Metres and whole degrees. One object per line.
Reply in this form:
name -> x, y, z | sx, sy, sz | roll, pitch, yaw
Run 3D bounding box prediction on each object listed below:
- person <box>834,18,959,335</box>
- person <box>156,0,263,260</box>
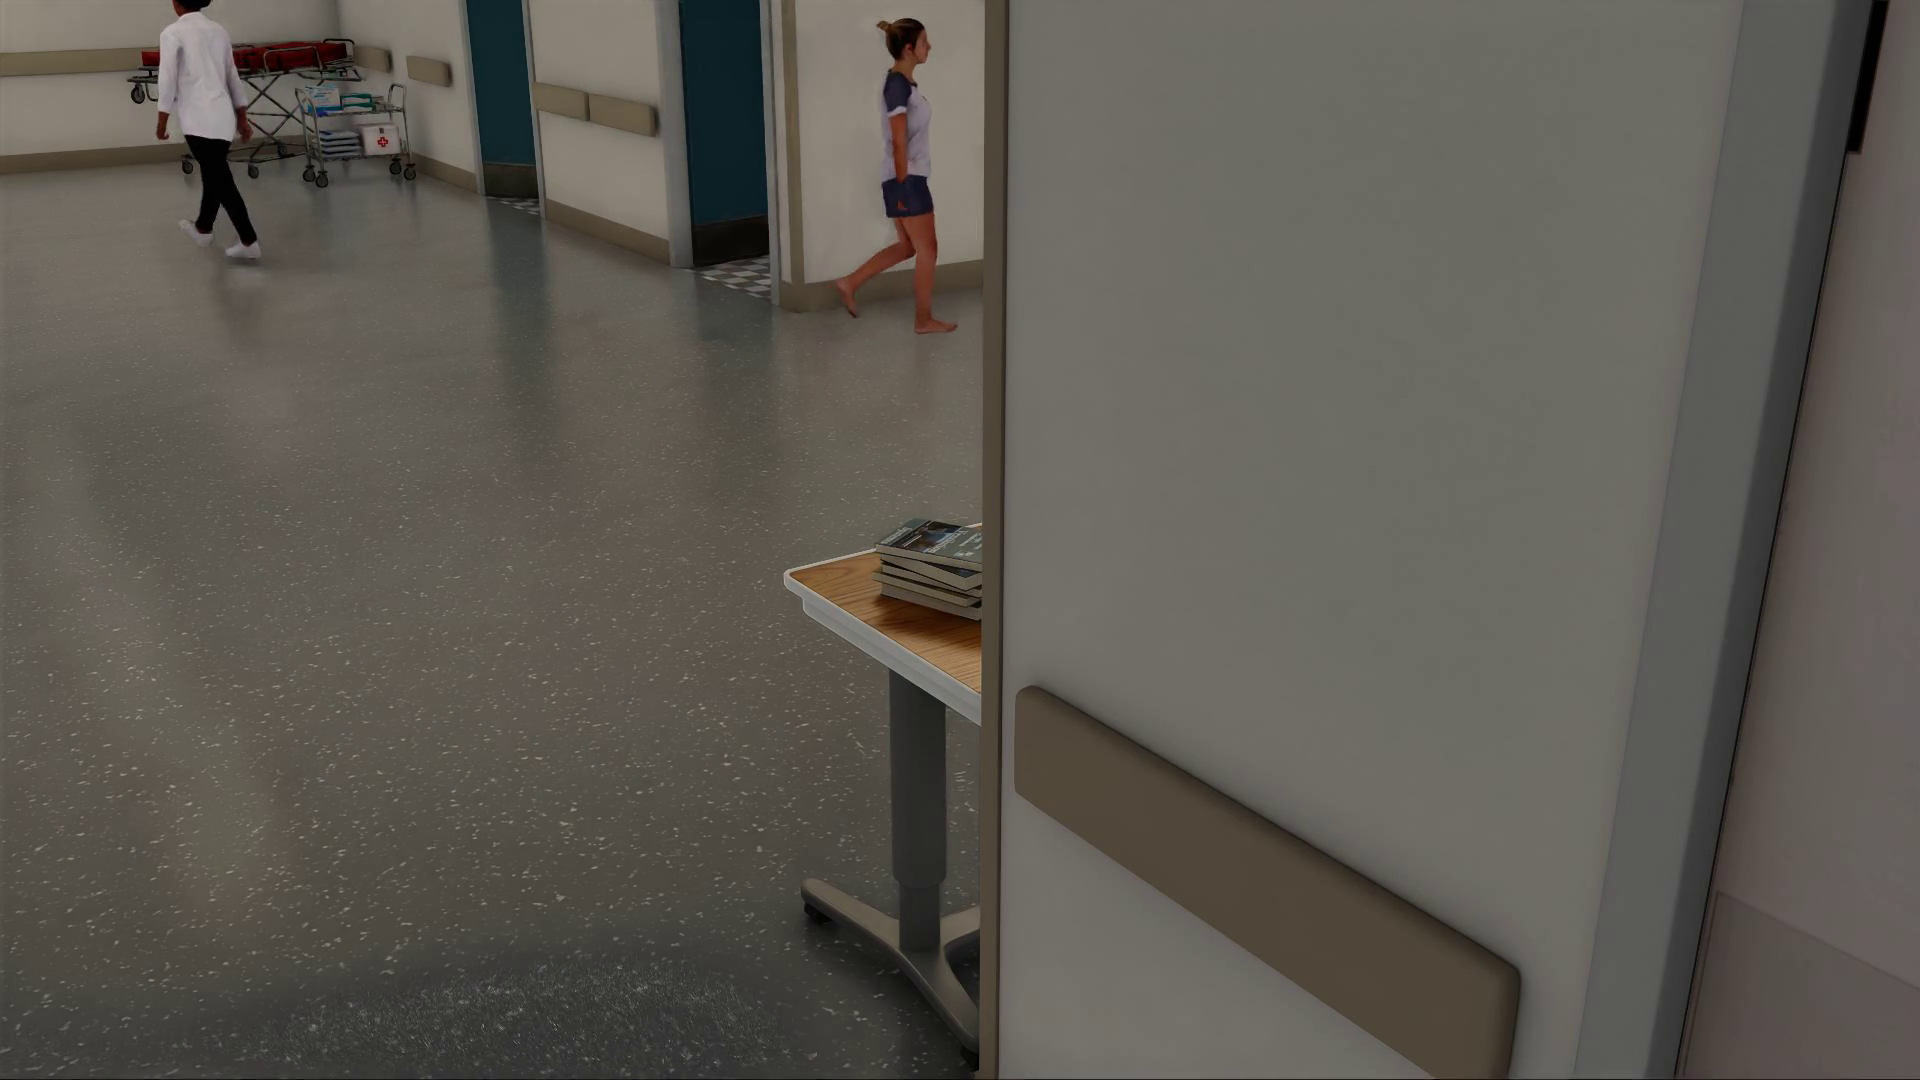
person -> -0.349, -1.851, 8.623 | 0.890, 1.603, 0.913 | -1, 21, -4
person -> -4.678, -2.628, 10.453 | 1.189, 1.760, 0.976 | 10, 23, 26
